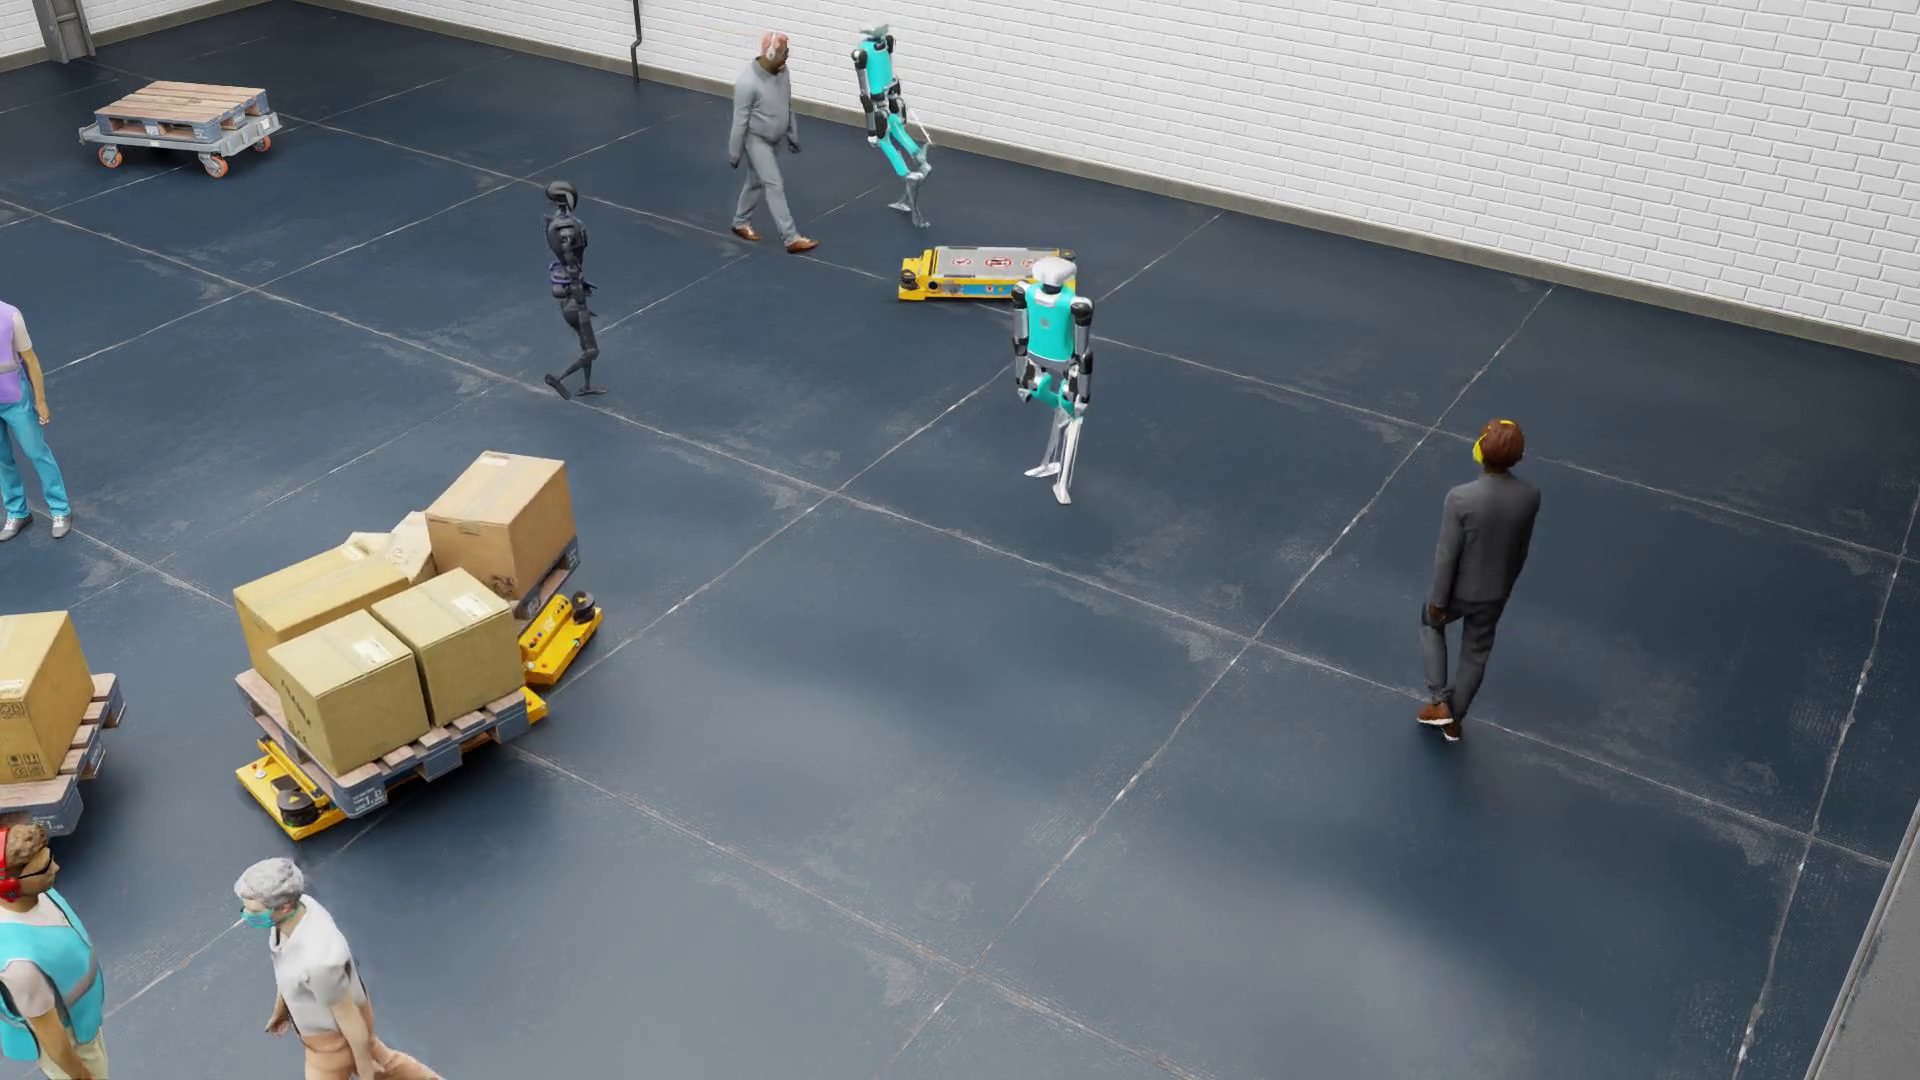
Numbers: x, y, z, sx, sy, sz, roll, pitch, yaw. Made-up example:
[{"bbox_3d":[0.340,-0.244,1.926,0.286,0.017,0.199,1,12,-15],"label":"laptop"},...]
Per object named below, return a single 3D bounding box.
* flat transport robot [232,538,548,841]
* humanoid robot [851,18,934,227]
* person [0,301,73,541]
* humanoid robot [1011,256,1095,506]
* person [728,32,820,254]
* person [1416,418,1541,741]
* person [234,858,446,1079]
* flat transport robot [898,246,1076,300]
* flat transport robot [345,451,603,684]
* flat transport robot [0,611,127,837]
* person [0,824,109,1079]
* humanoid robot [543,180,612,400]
[{"bbox_3d":[-2.951,1.016,8.676,1.431,0.231,0.659,-28,42,-36],"label":"flat transport robot"},{"bbox_3d":[-0.500,-3.556,14.527,0.787,1.892,0.563,18,37,25],"label":"humanoid robot"},{"bbox_3d":[-5.848,-0.853,10.124,0.568,1.845,0.378,-3,33,-4],"label":"person"},{"bbox_3d":[0.670,-1.057,10.543,0.596,1.768,0.869,17,36,24],"label":"humanoid robot"},{"bbox_3d":[-1.611,-3.334,13.978,0.993,1.851,0.669,13,35,20],"label":"person"},{"bbox_3d":[2.609,0.204,8.466,0.505,1.857,0.437,-1,33,-2],"label":"person"},{"bbox_3d":[-2.342,1.797,6.151,0.929,1.693,0.480,-21,38,-29],"label":"person"},{"bbox_3d":[0.232,-2.173,13.638,1.431,0.231,0.659,1,33,2],"label":"flat transport robot"},{"bbox_3d":[-2.850,0.472,9.522,1.431,0.231,0.659,8,34,12],"label":"flat transport robot"},{"bbox_3d":[-4.870,1.280,8.264,0.659,0.231,1.431,-5,33,-7],"label":"flat transport robot"},{"bbox_3d":[-3.257,1.774,6.041,0.373,1.840,0.568,-16,36,-23],"label":"person"},{"bbox_3d":[-2.754,-1.744,11.674,0.435,1.646,0.588,-8,34,-13],"label":"humanoid robot"}]
